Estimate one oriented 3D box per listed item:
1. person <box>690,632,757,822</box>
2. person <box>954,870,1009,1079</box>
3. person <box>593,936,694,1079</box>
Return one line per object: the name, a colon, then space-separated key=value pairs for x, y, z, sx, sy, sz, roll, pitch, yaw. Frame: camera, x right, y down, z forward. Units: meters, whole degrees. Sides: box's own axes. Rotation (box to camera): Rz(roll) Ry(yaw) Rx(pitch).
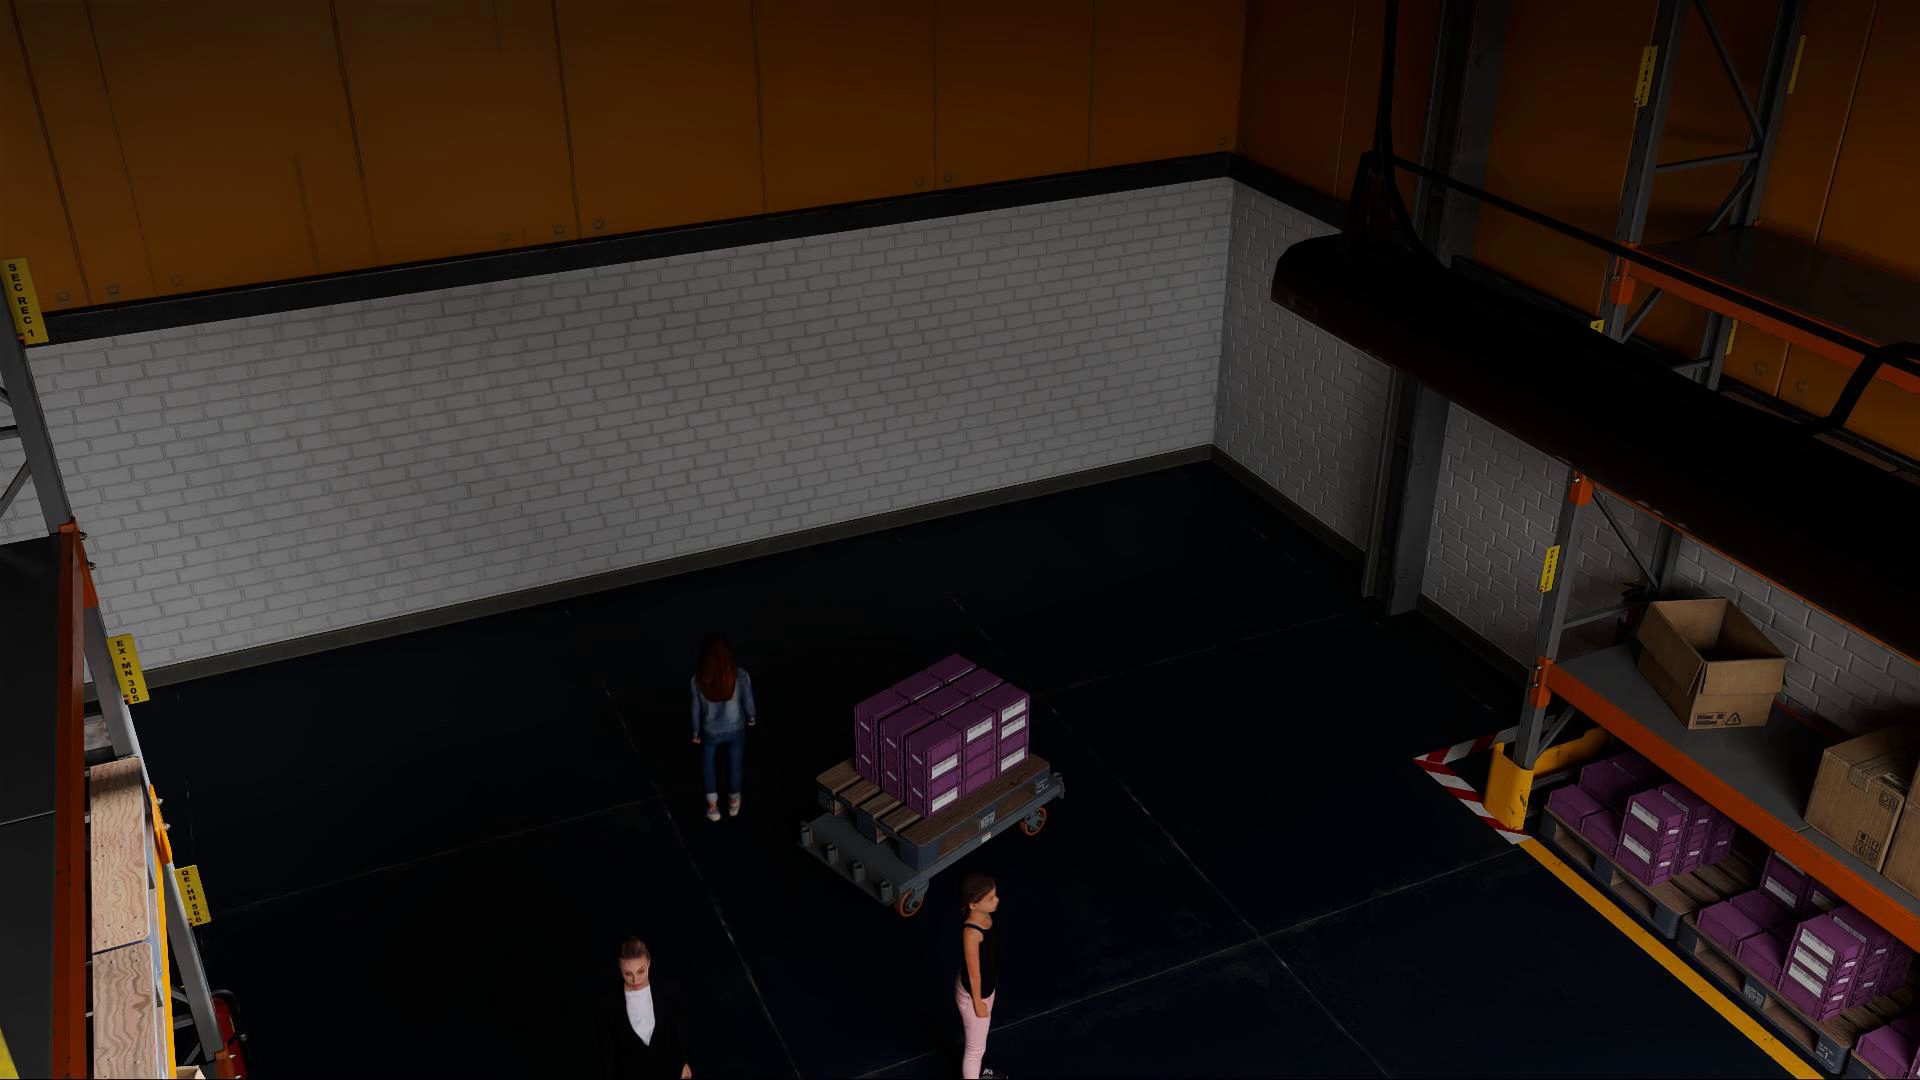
person: x=-1.573 y=1.273 z=11.063 sx=0.659 sy=1.472 sz=0.672 roll=-4 pitch=29 yaw=-7
person: x=0.094 y=2.400 z=8.899 sx=0.679 sy=1.565 sz=0.595 roll=4 pitch=29 yaw=7
person: x=-1.554 y=2.652 z=8.291 sx=0.628 sy=1.706 sz=0.539 roll=-11 pitch=30 yaw=-19
